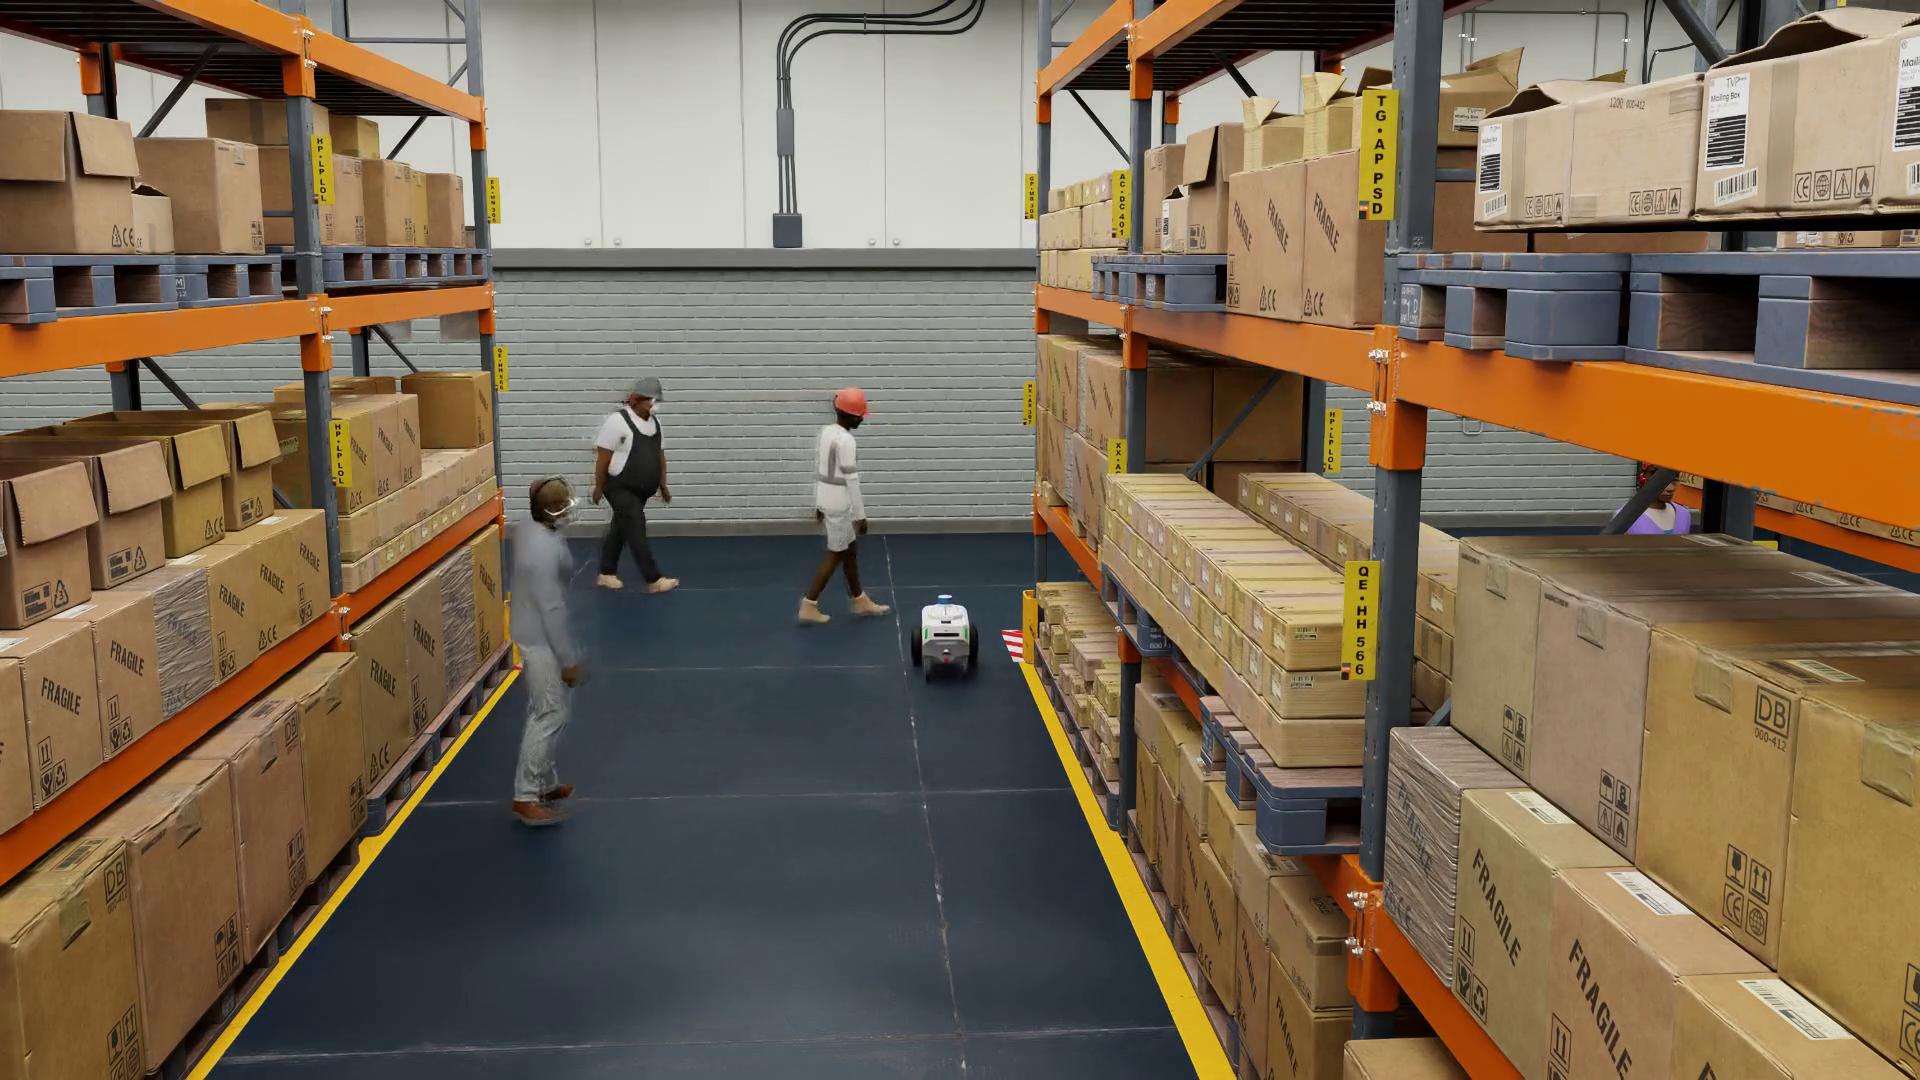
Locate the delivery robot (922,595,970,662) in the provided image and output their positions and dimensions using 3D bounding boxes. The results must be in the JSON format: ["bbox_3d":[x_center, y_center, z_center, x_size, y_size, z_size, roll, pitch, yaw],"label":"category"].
[{"bbox_3d":[-0.109,0.649,12.218,0.477,0.478,0.707,0,10,-2],"label":"delivery robot"}]

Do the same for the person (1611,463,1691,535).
[{"bbox_3d":[4.170,0.409,10.119,0.574,1.841,0.375,-4,11,-24],"label":"person"}]

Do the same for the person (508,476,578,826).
[{"bbox_3d":[-2.272,0.581,8.990,0.393,1.896,0.725,-4,10,-20],"label":"person"}]

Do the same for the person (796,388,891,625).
[{"bbox_3d":[-1.003,-0.274,13.768,0.858,1.982,0.691,-3,10,-20],"label":"person"}]

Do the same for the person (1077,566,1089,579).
[{"bbox_3d":[1.290,-0.603,15.795,0.372,1.940,0.631,-2,10,-10],"label":"person"}]

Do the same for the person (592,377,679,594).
[{"bbox_3d":[-2.937,-0.538,15.115,1.025,2.000,0.698,4,10,23],"label":"person"}]
